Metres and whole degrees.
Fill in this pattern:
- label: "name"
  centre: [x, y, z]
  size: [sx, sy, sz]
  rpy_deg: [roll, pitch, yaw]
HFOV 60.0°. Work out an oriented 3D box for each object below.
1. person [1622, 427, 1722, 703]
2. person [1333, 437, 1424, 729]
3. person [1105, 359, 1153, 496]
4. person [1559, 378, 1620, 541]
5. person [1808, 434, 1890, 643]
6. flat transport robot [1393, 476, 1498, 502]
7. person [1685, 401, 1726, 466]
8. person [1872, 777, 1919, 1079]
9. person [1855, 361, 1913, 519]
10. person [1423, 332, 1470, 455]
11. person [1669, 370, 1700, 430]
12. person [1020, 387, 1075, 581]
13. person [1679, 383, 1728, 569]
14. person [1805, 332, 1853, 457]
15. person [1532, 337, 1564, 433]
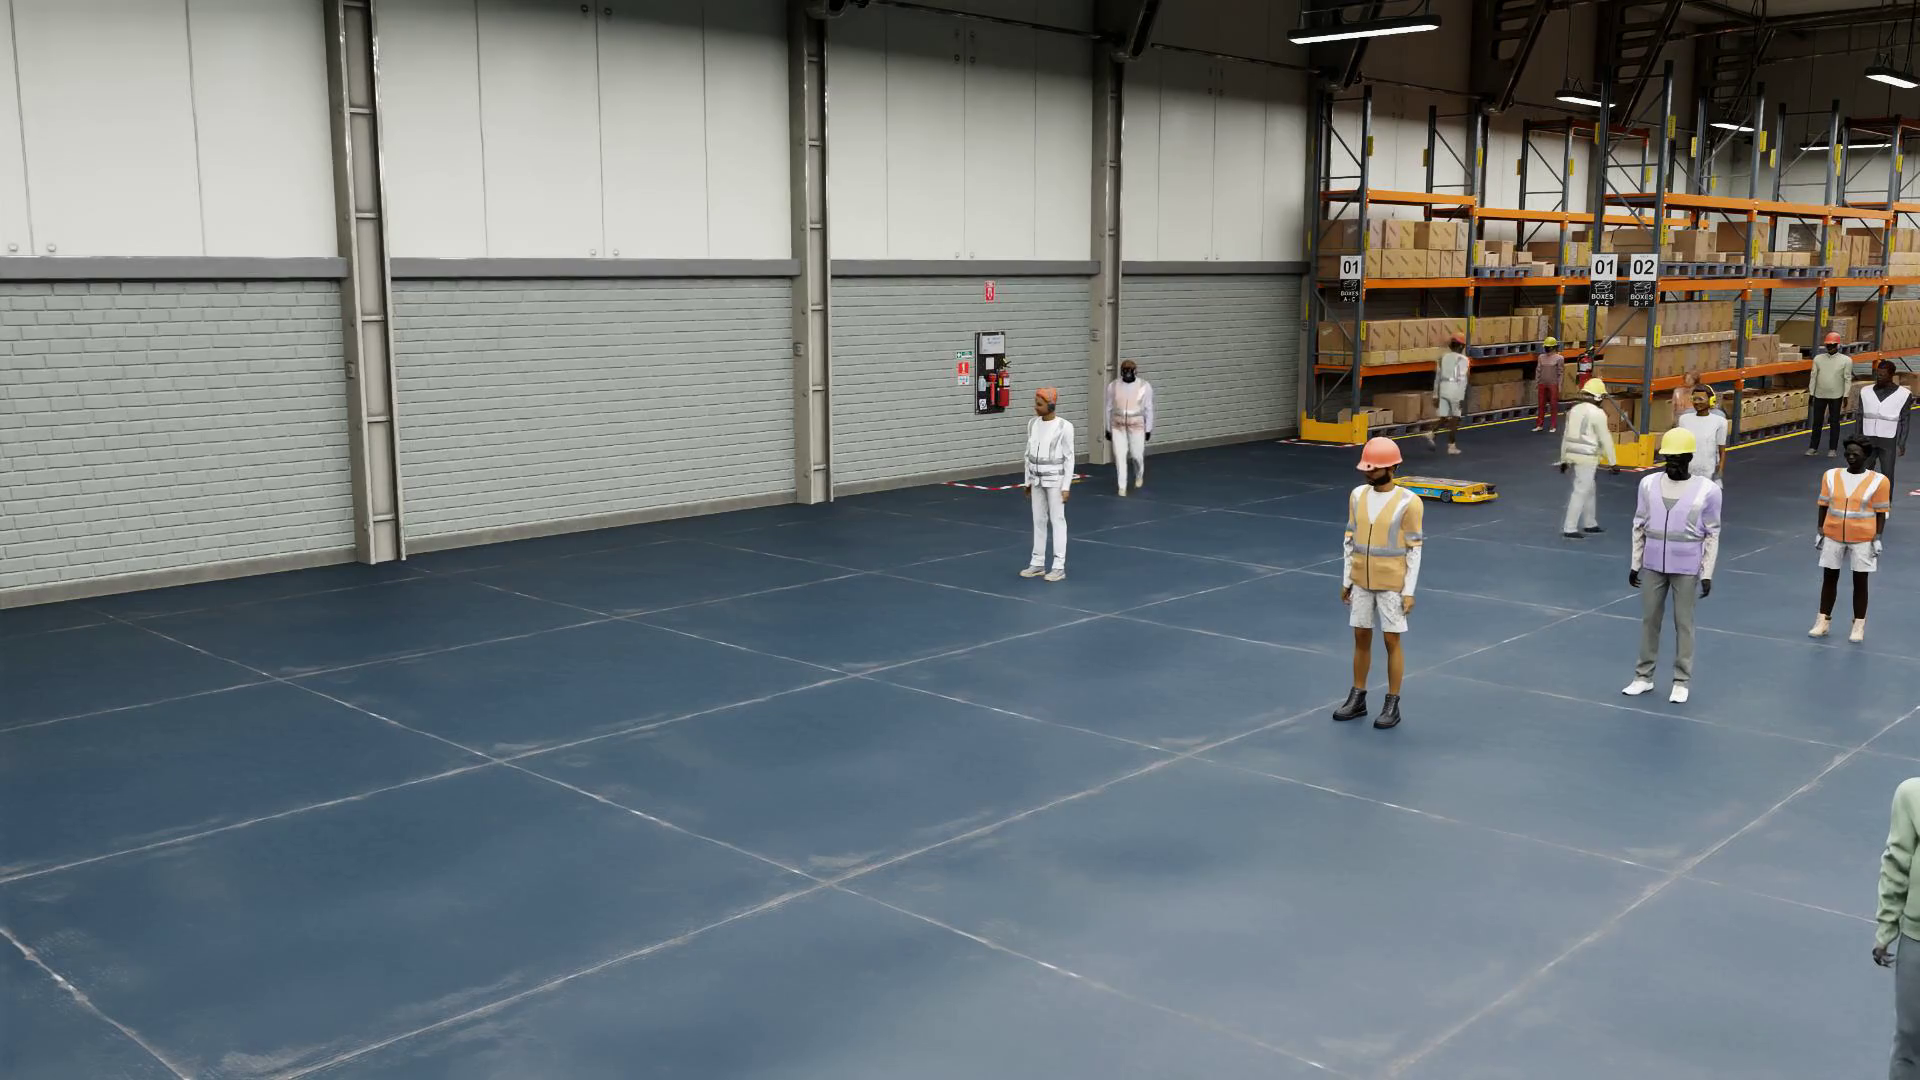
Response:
- label: "person"
  centre: [4.980, 0.173, 11.638]
  size: [0.584, 1.928, 0.374]
  rpy_deg: [9, 13, 43]
- label: "person"
  centre: [2.759, 0.279, 10.991]
  size: [0.542, 1.930, 0.374]
  rpy_deg: [9, 13, 43]
- label: "person"
  centre: [2.254, -1.508, 22.211]
  size: [0.633, 1.823, 0.601]
  rpy_deg: [2, 10, 12]
- label: "person"
  centre: [7.052, -0.891, 18.521]
  size: [0.779, 1.800, 0.619]
  rpy_deg: [-2, 9, -10]
- label: "person"
  centre: [7.222, -0.018, 13.508]
  size: [0.529, 1.697, 0.321]
  rpy_deg: [9, 13, 43]
- label: "flat transport robot"
  centre: [6.252, -0.679, 21.870]
  size: [1.431, 0.197, 0.652]
  rpy_deg: [9, 13, 43]
- label: "person"
  centre: [8.816, -1.017, 19.791]
  size: [0.497, 1.634, 0.279]
  rpy_deg: [9, 13, 43]
- label: "person"
  centre: [3.254, 1.339, 5.425]
  size: [0.497, 1.634, 0.279]
  rpy_deg: [9, 13, 43]
- label: "person"
  centre: [11.169, -1.207, 20.176]
  size: [0.587, 1.890, 0.391]
  rpy_deg: [9, 13, 43]
- label: "person"
  centre: [7.863, -2.350, 26.838]
  size: [0.772, 2.005, 0.617]
  rpy_deg: [-7, 12, -36]
- label: "person"
  centre: [10.269, -1.596, 23.353]
  size: [0.681, 1.615, 0.515]
  rpy_deg: [-7, 11, -35]
- label: "person"
  centre: [0.847, -0.547, 16.158]
  size: [0.572, 1.886, 0.355]
  rpy_deg: [9, 13, 43]
- label: "person"
  centre: [7.447, -0.646, 16.806]
  size: [0.517, 1.874, 0.328]
  rpy_deg: [9, 13, 43]
- label: "person"
  centre: [13.923, -2.325, 26.660]
  size: [0.608, 1.996, 0.381]
  rpy_deg: [9, 13, 43]
- label: "person"
  centre: [10.823, -2.851, 30.592]
  size: [0.523, 1.761, 0.328]
  rpy_deg: [9, 13, 43]
